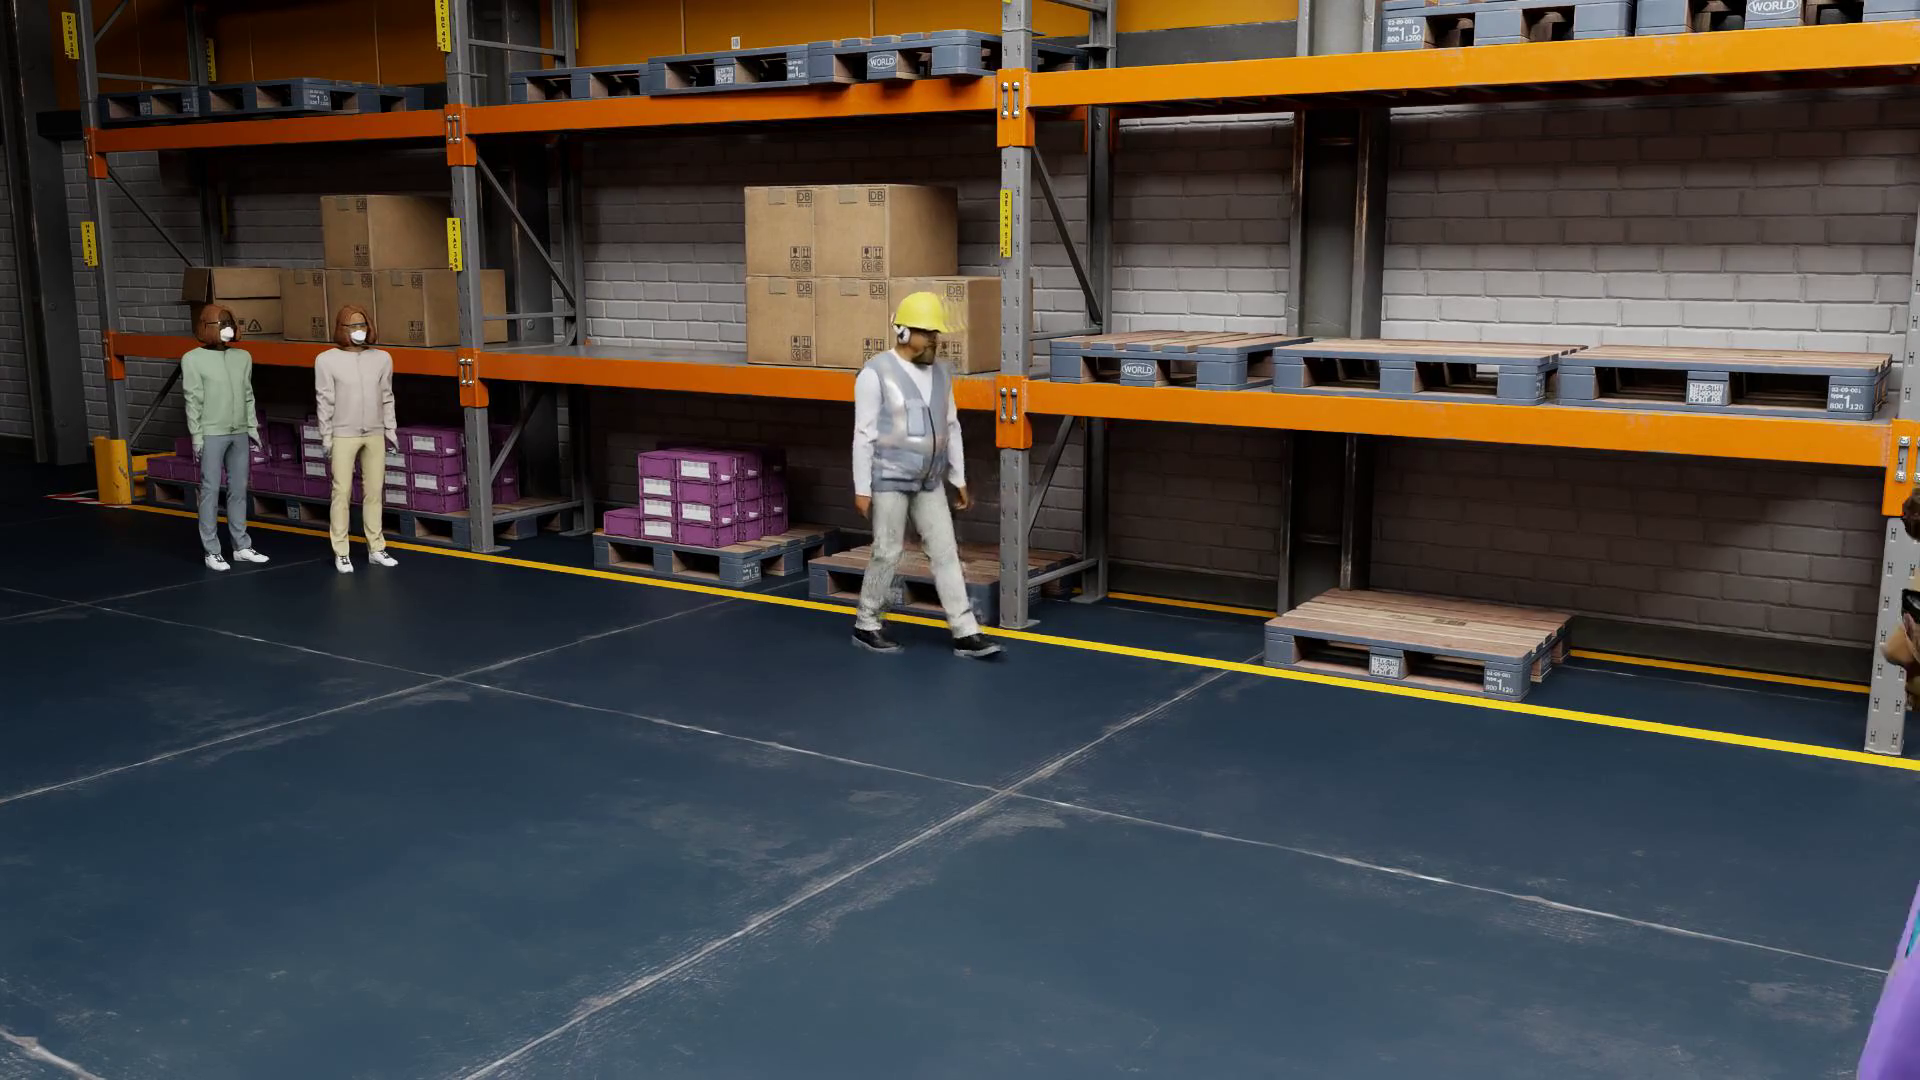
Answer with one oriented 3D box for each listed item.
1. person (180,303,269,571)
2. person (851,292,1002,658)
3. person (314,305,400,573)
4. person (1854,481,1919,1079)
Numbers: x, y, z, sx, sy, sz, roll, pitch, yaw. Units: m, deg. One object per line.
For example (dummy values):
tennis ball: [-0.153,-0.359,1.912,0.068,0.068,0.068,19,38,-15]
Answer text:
person: [-4.550,-0.640,10.298,0.280,1.636,0.500,5,11,25]
person: [-0.159,-0.298,8.017,0.771,1.779,0.627,10,14,43]
person: [-3.688,-0.624,10.218,0.281,1.633,0.501,10,14,44]
person: [0.918,0.826,1.646,0.620,1.827,0.581,6,12,30]
